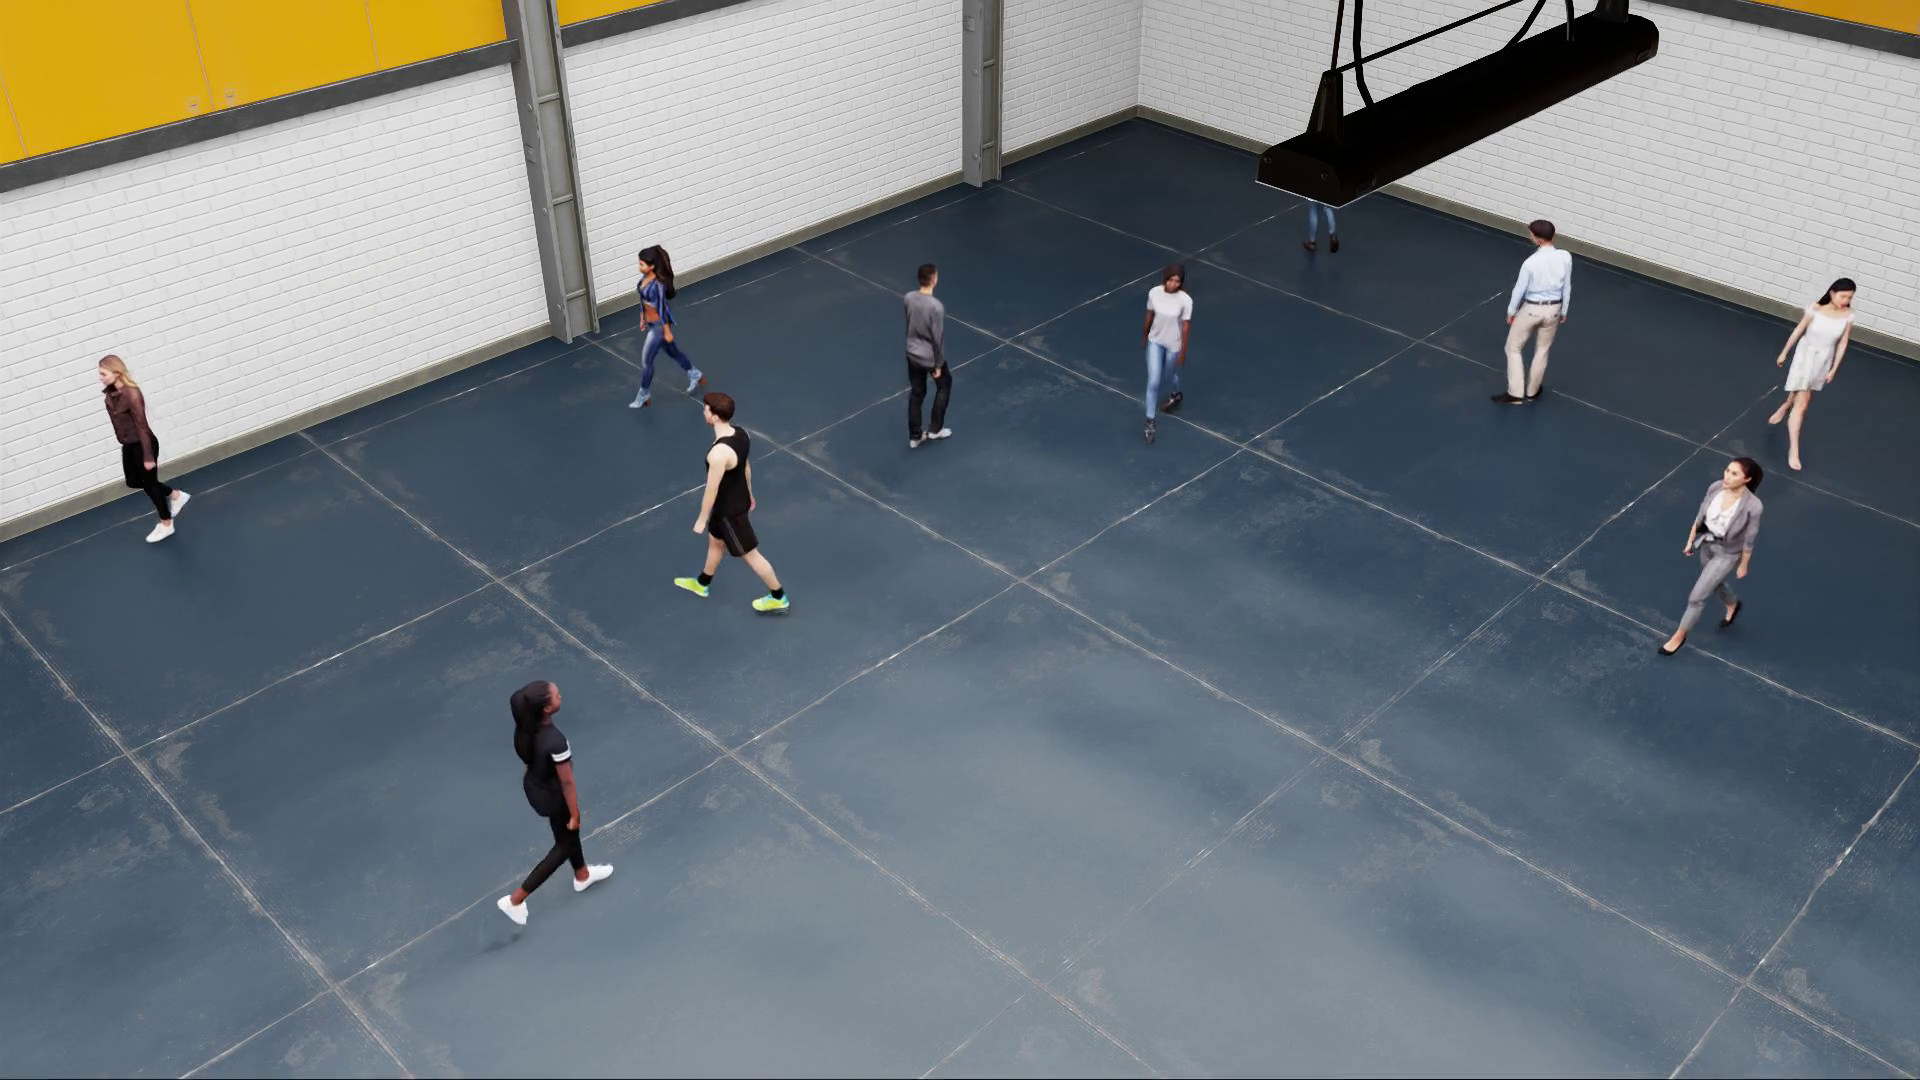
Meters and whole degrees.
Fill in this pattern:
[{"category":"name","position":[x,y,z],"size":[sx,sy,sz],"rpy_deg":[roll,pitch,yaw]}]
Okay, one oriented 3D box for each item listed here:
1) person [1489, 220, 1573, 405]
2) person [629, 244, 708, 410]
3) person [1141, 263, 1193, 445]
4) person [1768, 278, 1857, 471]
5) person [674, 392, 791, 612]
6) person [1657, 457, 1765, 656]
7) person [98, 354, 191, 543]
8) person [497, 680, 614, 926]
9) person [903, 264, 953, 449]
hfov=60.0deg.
[{"category":"person","position":[5.412,-2.118,15.497],"size":[0.877,1.830,0.945],"rpy_deg":[8,34,11]},{"category":"person","position":[-2.745,-2.002,15.548],"size":[1.104,1.581,0.833],"rpy_deg":[-16,37,-23]},{"category":"person","position":[1.887,-1.780,15.132],"size":[0.939,1.671,1.202],"rpy_deg":[17,37,23]},{"category":"person","position":[7.515,-1.557,14.759],"size":[1.052,1.713,1.259],"rpy_deg":[11,35,16]},{"category":"person","position":[-1.662,-0.223,12.636],"size":[1.199,1.842,1.215],"rpy_deg":[4,34,6]},{"category":"person","position":[5.690,0.102,12.328],"size":[1.169,1.641,0.876],"rpy_deg":[-13,36,-19]},{"category":"person","position":[-6.650,-0.795,13.630],"size":[0.652,1.693,0.724],"rpy_deg":[25,41,32]},{"category":"person","position":[-2.527,1.591,10.026],"size":[1.037,1.709,0.646],"rpy_deg":[-26,42,-34]},{"category":"person","position":[-0.354,-1.596,14.788],"size":[0.691,1.745,0.718],"rpy_deg":[18,38,25]}]
